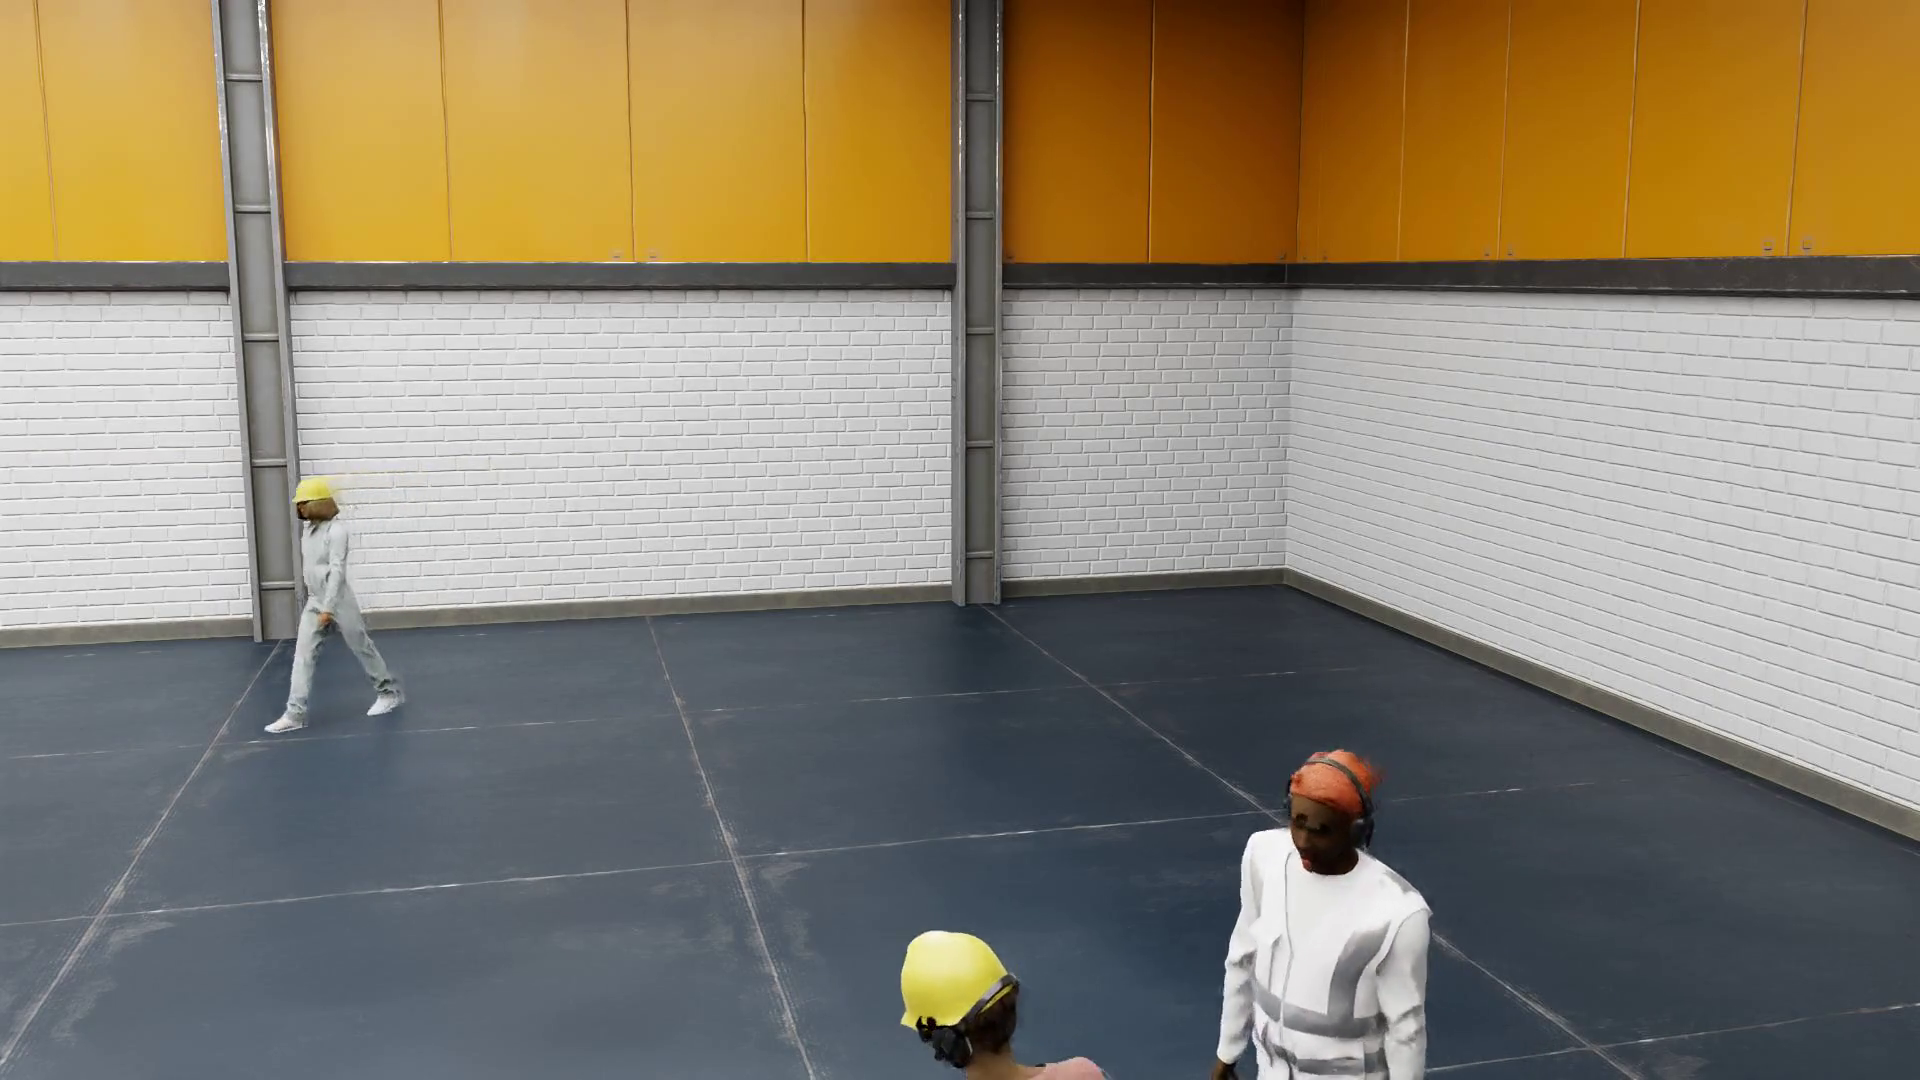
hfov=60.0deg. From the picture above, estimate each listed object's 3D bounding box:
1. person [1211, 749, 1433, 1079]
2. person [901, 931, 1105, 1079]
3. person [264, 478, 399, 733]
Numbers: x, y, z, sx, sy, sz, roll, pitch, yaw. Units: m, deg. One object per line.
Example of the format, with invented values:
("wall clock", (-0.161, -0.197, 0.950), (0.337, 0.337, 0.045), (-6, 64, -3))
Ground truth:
("person", (1.007, 1.410, 4.439), (0.716, 1.855, 0.633), (-7, 11, -36))
("person", (0.129, 1.636, 3.380), (0.593, 1.728, 0.489), (-6, 11, -31))
("person", (-4.226, 0.411, 11.198), (0.489, 1.690, 0.945), (6, 11, 33))
